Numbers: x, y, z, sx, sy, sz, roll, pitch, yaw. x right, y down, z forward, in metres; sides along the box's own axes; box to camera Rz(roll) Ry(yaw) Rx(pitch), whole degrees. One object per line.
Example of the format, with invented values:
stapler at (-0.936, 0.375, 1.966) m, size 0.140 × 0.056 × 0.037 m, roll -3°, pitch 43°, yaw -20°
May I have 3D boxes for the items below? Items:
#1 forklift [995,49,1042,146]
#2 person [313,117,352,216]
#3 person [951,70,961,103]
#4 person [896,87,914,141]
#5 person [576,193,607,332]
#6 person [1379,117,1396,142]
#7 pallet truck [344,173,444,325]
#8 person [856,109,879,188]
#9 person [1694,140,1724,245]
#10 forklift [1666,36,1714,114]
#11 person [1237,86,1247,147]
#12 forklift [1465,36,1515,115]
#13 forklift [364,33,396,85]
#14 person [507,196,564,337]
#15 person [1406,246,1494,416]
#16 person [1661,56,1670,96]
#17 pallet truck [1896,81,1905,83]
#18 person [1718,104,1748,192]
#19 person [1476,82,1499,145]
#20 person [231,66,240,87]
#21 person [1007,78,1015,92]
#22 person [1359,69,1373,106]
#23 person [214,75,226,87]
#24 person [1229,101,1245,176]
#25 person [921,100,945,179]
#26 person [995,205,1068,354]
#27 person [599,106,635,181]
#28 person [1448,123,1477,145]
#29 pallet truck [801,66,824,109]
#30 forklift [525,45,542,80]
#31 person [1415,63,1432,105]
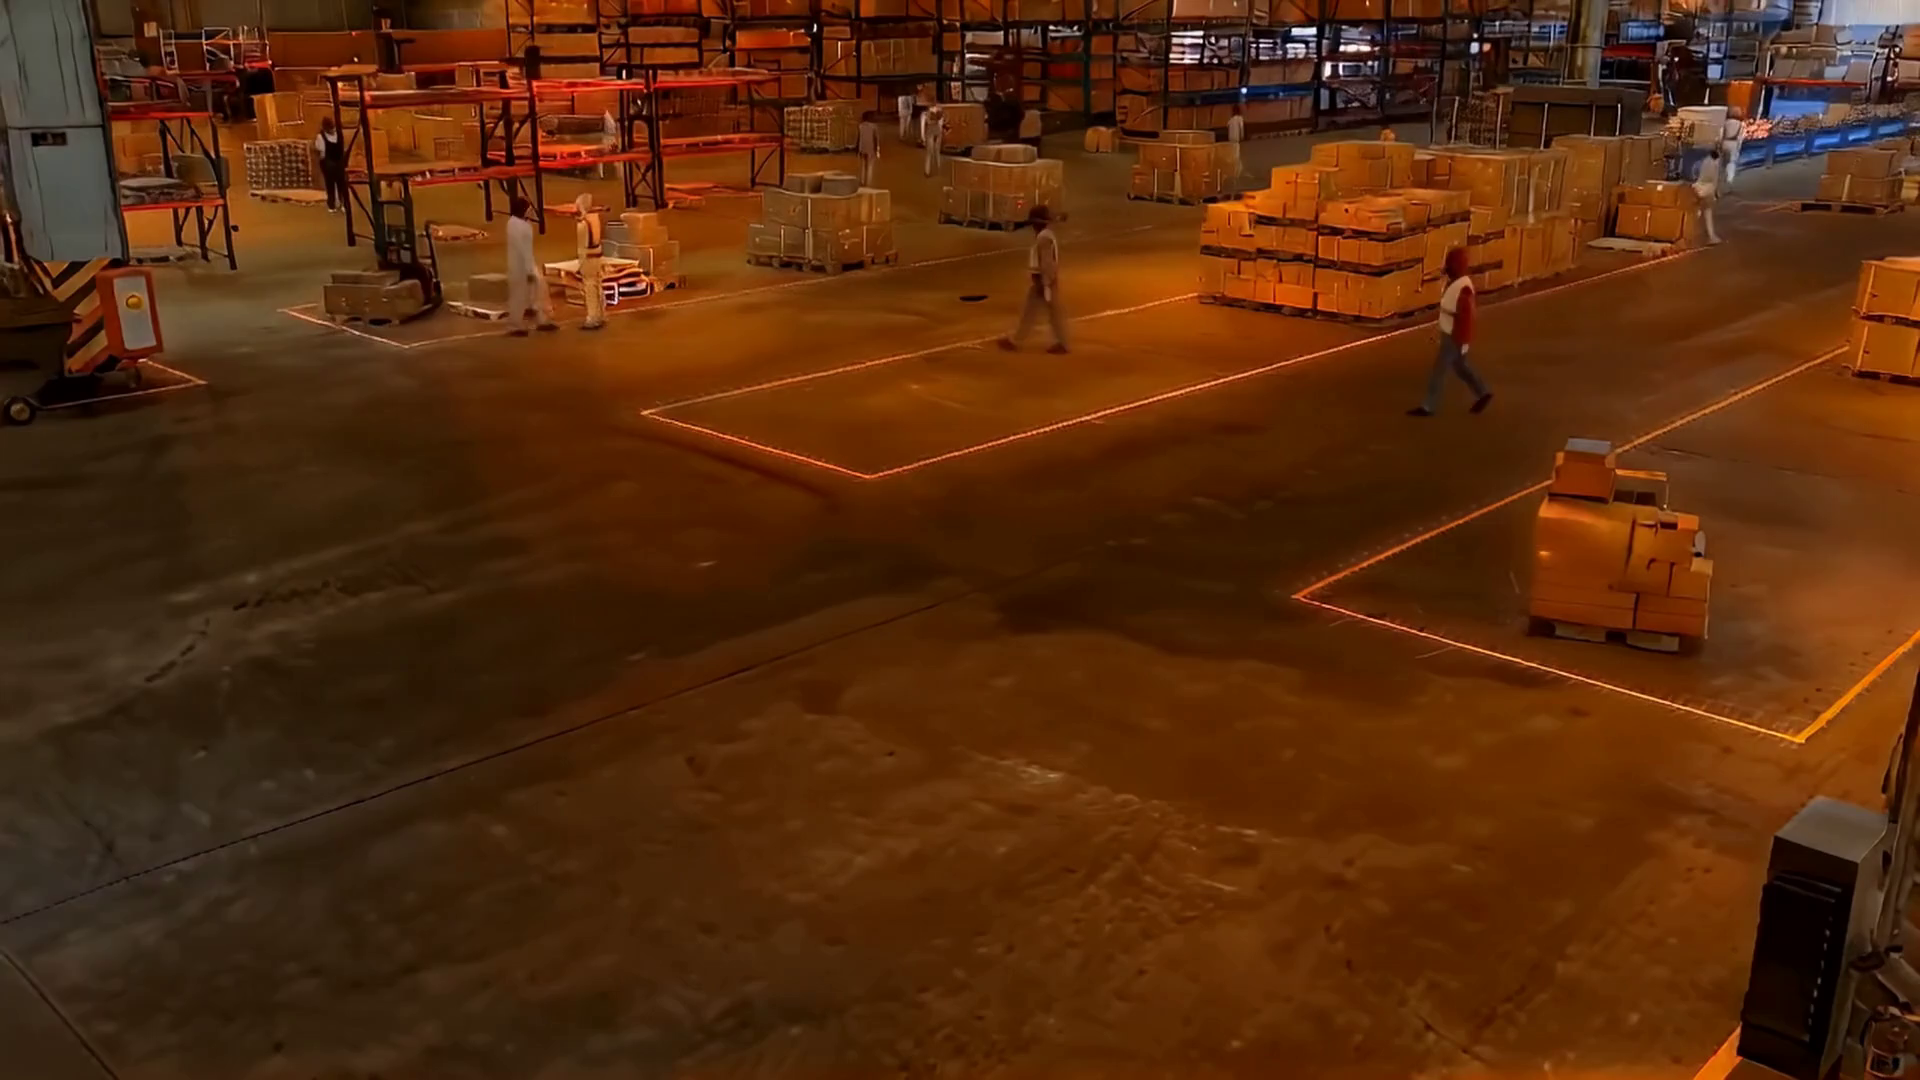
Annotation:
forklift at (1.475, -13.022, 49.016) m, size 1.129 × 2.768 × 1.873 m, roll 17°, pitch 25°, yaw 41°
person at (-12.919, -7.718, 34.346) m, size 0.700 × 2.000 × 0.535 m, roll -13°, pitch 22°, yaw -34°
person at (-0.104, -14.605, 55.257) m, size 0.544 × 1.938 × 0.355 m, roll 17°, pitch 25°, yaw 41°
person at (-1.690, -13.147, 51.347) m, size 0.541 × 1.616 × 0.603 m, roll 2°, pitch 19°, yaw 7°
person at (-5.077, -3.803, 22.797) m, size 0.355 × 1.885 × 0.576 m, roll 5°, pitch 19°, yaw 14°
person at (9.893, -8.965, 38.639) m, size 0.320 × 1.697 × 0.531 m, roll 17°, pitch 25°, yaw 42°
pallet truck at (-8.209, -4.181, 23.757) m, size 0.823 × 1.965 × 1.885 m, roll 3°, pitch 19°, yaw 9°
person at (-2.163, -9.094, 38.785) m, size 0.523 × 1.855 × 0.699 m, roll 0°, pitch 18°, yaw 1°
person at (13.795, -6.458, 30.802) m, size 0.572 × 1.890 × 0.978 m, roll -14°, pitch 23°, yaw -36°
forklift at (27.341, -17.291, 61.877) m, size 1.129 × 2.768 × 1.873 m, roll 17°, pitch 25°, yaw 41°
person at (8.384, -12.629, 49.589) m, size 0.343 × 1.756 × 0.518 m, roll 10°, pitch 21°, yaw 28°
forklift at (19.973, -17.201, 61.605) m, size 1.873 × 2.768 × 1.129 m, roll 16°, pitch 24°, yaw 40°
forklift at (-22.639, -18.555, 65.685) m, size 1.873 × 2.768 × 1.129 m, roll -14°, pitch 23°, yaw -37°
person at (-5.737, -3.649, 22.292) m, size 0.843 × 1.903 × 0.638 m, roll 1°, pitch 18°, yaw 4°
person at (5.457, -2.279, 18.215) m, size 0.929 × 1.885 × 0.591 m, roll 1°, pitch 18°, yaw 3°
person at (30.002, -19.668, 70.777) m, size 0.309 × 1.772 × 0.525 m, roll -3°, pitch 19°, yaw -9°
pallet truck at (34.802, -16.331, 61.455) m, size 0.653 × 1.274 × 1.630 m, roll 17°, pitch 25°, yaw 41°
person at (17.731, -9.010, 38.304) m, size 0.877 × 2.017 × 0.607 m, roll -15°, pitch 23°, yaw -38°
person at (15.711, -12.681, 49.575) m, size 0.656 × 1.876 × 0.903 m, roll 17°, pitch 25°, yaw 42°
person at (-25.408, -15.715, 58.653) m, size 0.420 × 1.912 × 0.566 m, roll -12°, pitch 22°, yaw -31°
person at (1.612, -13.186, 50.999) m, size 0.430 × 1.923 × 0.643 m, roll -2°, pitch 18°, yaw -7°
person at (15.635, -17.296, 63.900) m, size 0.497 × 1.596 × 0.846 m, roll -5°, pitch 19°, yaw -14°
person at (-25.673, -15.295, 57.778) m, size 0.540 × 1.646 × 0.867 m, roll 9°, pitch 20°, yaw 25°
person at (6.727, -9.813, 40.861) m, size 0.433 × 1.906 × 0.622 m, roll 6°, pitch 19°, yaw 16°
person at (-0.674, -9.966, 41.374) m, size 0.636 × 1.894 × 1.031 m, roll -4°, pitch 19°, yaw -13°
person at (0.952, -3.331, 21.349) m, size 0.992 × 1.893 × 0.635 m, roll 3°, pitch 19°, yaw 9°
person at (-8.433, -9.669, 40.628) m, size 0.950 × 1.781 × 0.696 m, roll -5°, pitch 19°, yaw -14°
person at (10.033, -7.368, 33.407) m, size 0.603 × 1.966 × 0.367 m, roll 5°, pitch 19°, yaw 16°
pallet truck at (-4.812, -15.182, 56.903) m, size 0.823 × 1.965 × 1.885 m, roll -9°, pitch 21°, yaw -26°
forklift at (-13.266, -14.020, 52.021) m, size 1.873 × 2.768 × 1.129 m, roll -2°, pitch 18°, yaw -6°
person at (17.062, -16.520, 61.038) m, size 1.046 × 1.946 × 0.614 m, roll 6°, pitch 19°, yaw 19°
